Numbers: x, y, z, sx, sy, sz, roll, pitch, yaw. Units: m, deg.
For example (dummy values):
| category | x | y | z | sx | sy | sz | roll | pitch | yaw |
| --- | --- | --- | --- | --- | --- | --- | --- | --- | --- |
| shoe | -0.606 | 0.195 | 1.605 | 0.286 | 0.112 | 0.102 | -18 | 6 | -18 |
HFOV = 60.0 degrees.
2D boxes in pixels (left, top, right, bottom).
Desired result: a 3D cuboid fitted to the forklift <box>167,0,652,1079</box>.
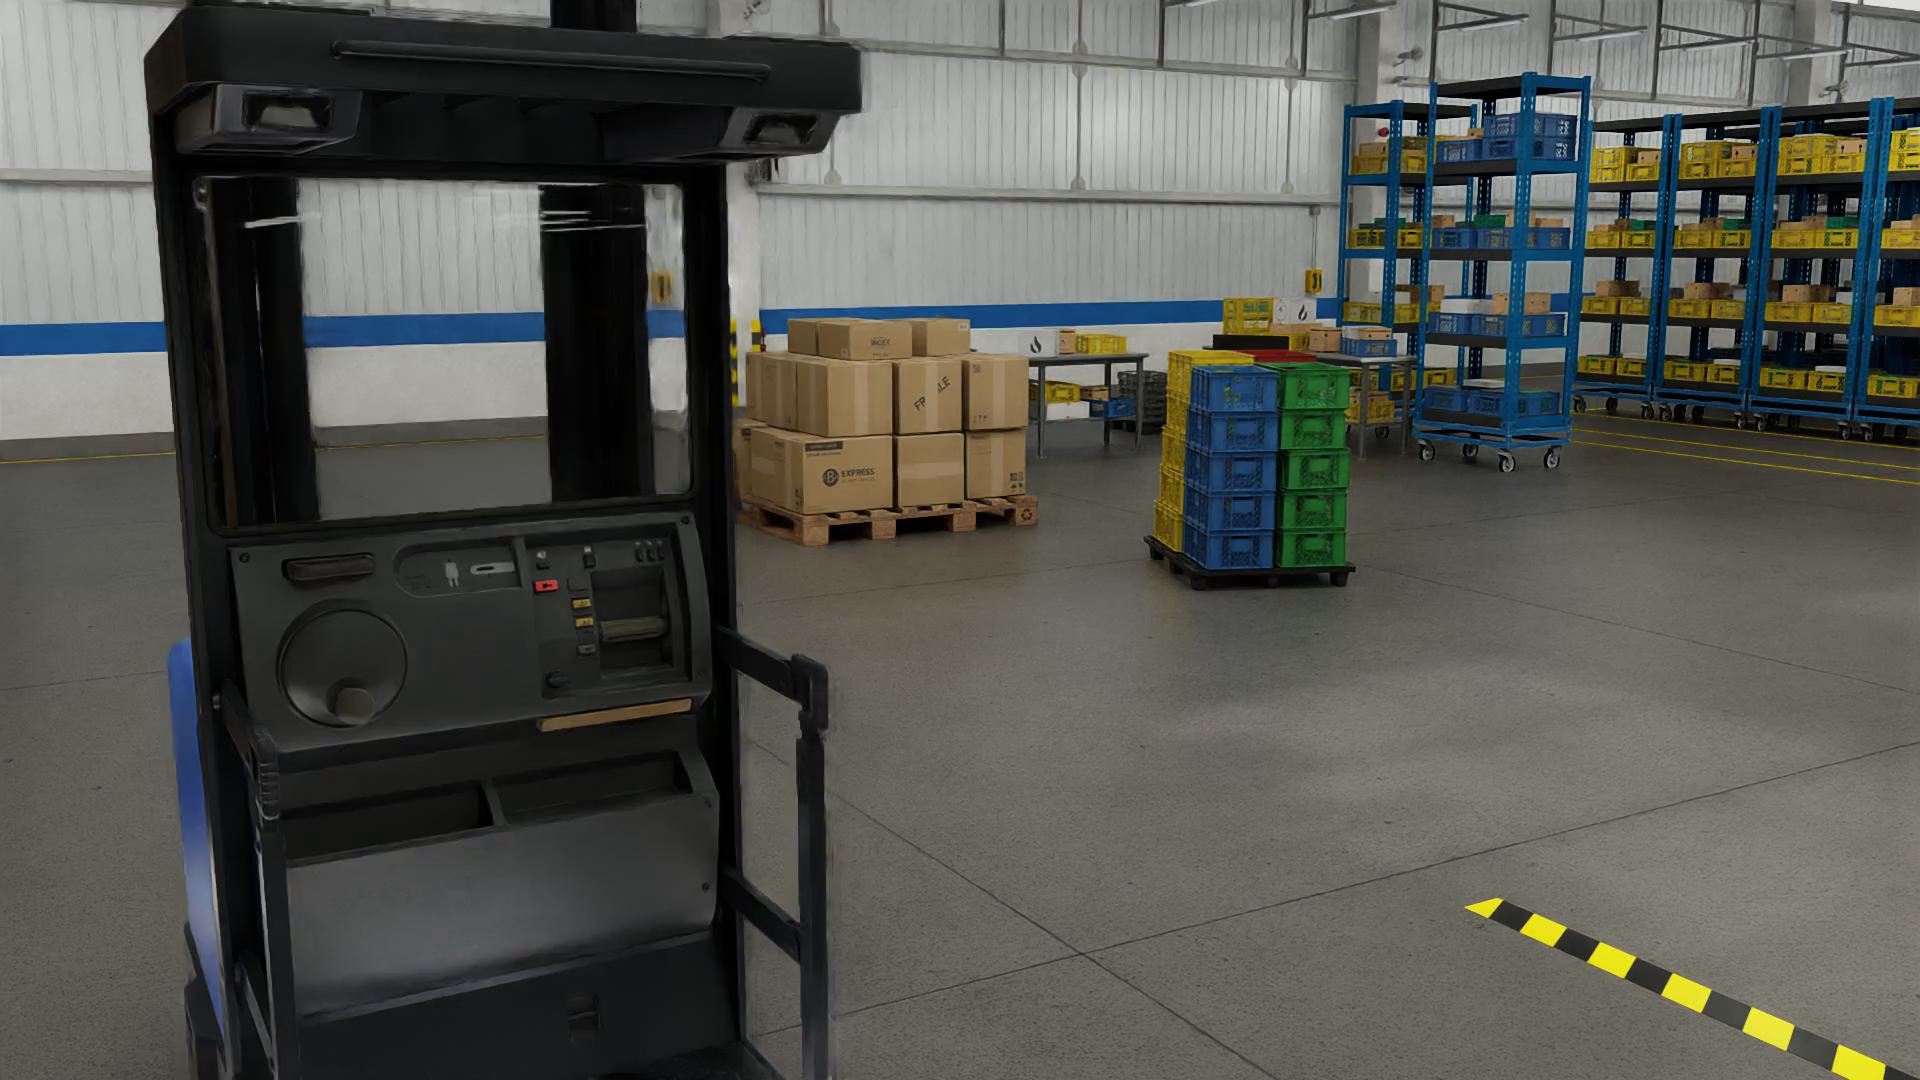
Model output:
| category | x | y | z | sx | sy | sz | roll | pitch | yaw |
| --- | --- | --- | --- | --- | --- | --- | --- | --- | --- |
| forklift | -1.144 | 0.000 | 3.672 | 1.129 | 2.768 | 1.873 | -6 | 12 | -30 |
